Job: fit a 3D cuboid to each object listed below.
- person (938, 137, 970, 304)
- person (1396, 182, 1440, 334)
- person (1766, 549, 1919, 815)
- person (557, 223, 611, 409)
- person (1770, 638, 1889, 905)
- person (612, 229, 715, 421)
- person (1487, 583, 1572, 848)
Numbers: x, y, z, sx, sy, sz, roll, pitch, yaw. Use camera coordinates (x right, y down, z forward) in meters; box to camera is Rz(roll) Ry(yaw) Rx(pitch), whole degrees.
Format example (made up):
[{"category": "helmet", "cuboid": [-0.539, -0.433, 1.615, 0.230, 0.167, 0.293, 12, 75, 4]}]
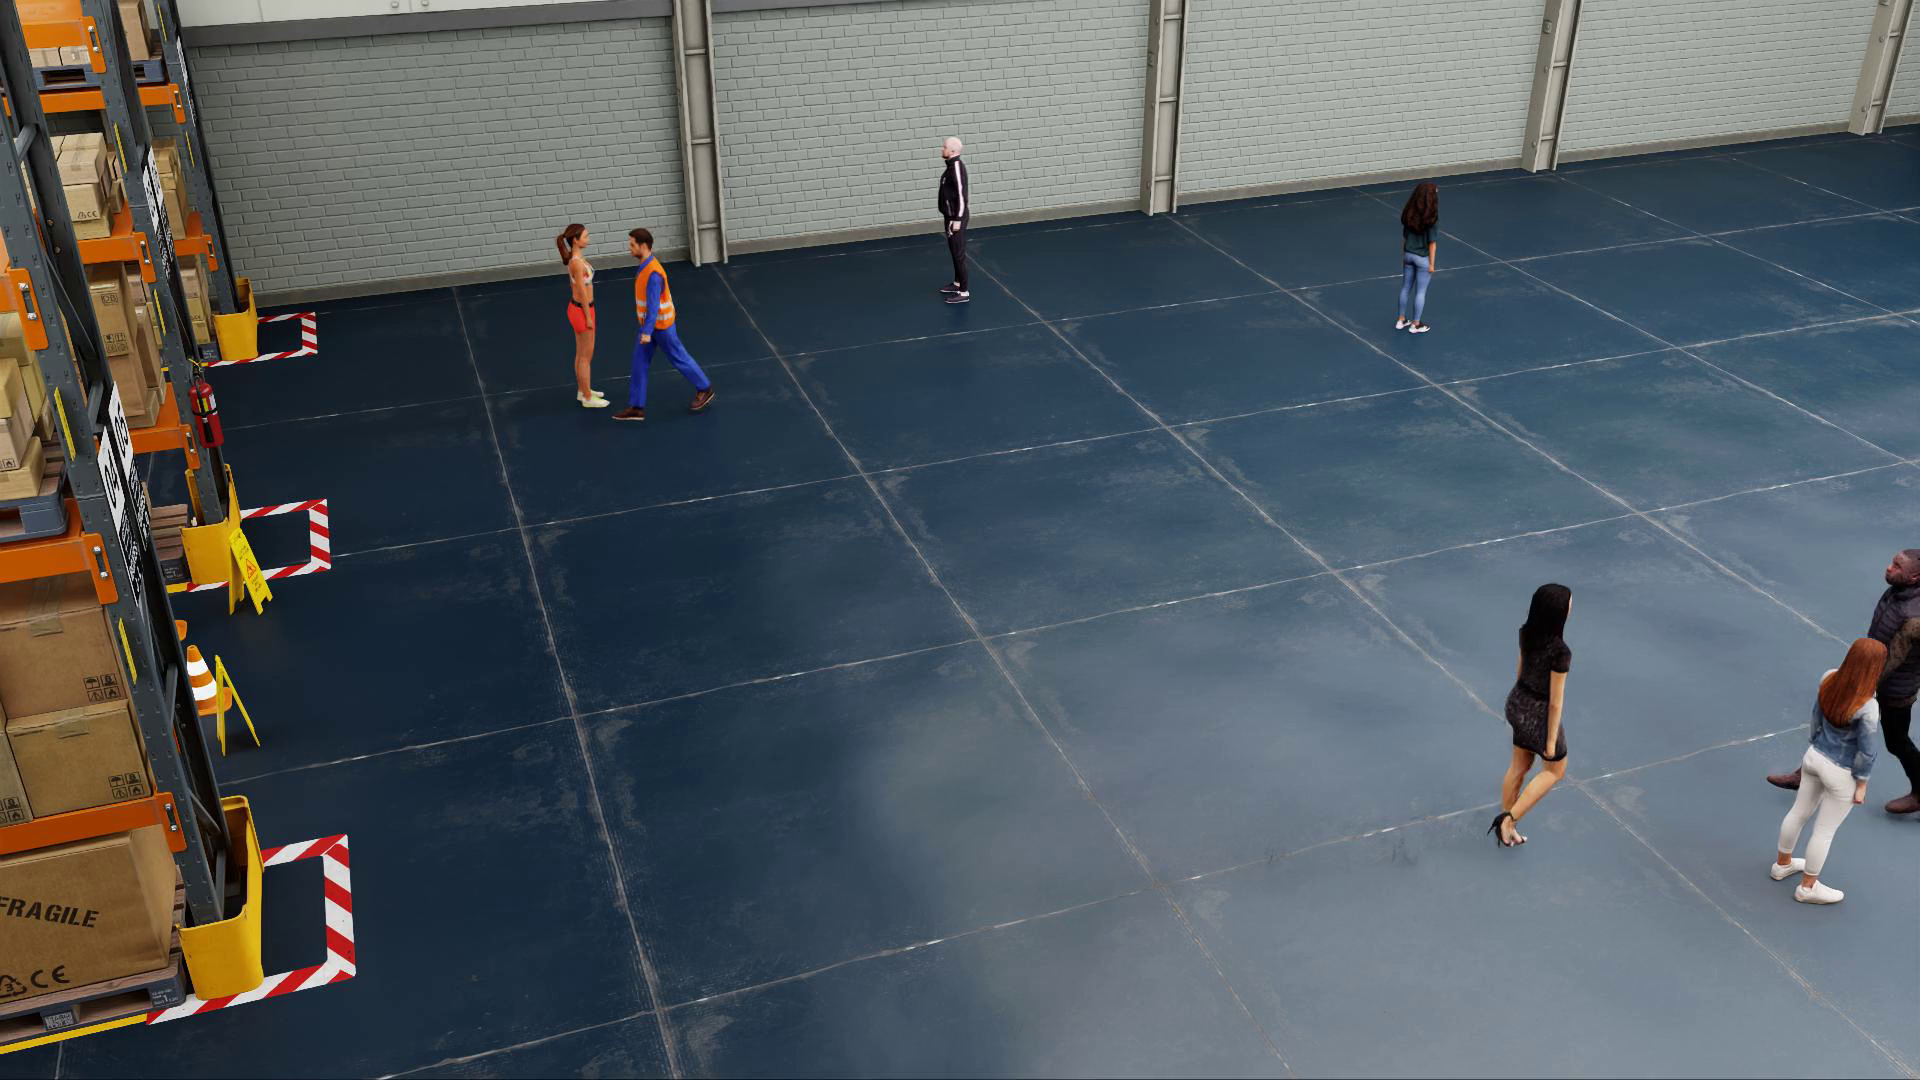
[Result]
[{"category": "person", "cuboid": [-0.043, -3.572, 18.515, 0.662, 1.835, 0.724, -3, 28, -6]}, {"category": "person", "cuboid": [4.877, -3.015, 17.701, 0.692, 1.617, 0.676, -21, 34, -34]}, {"category": "person", "cuboid": [5.740, 0.919, 10.130, 1.309, 1.790, 1.060, 4, 28, 7]}, {"category": "person", "cuboid": [-3.614, -2.149, 15.892, 0.509, 1.788, 0.574, -10, 30, -18]}, {"category": "person", "cuboid": [4.974, 1.303, 9.501, 0.550, 1.703, 0.632, -7, 29, -12]}, {"category": "person", "cuboid": [-2.737, -1.999, 15.589, 1.326, 1.808, 0.892, -17, 33, -29]}, {"category": "person", "cuboid": [3.296, 1.090, 9.830, 0.639, 1.769, 0.619, -6, 29, -11]}]
